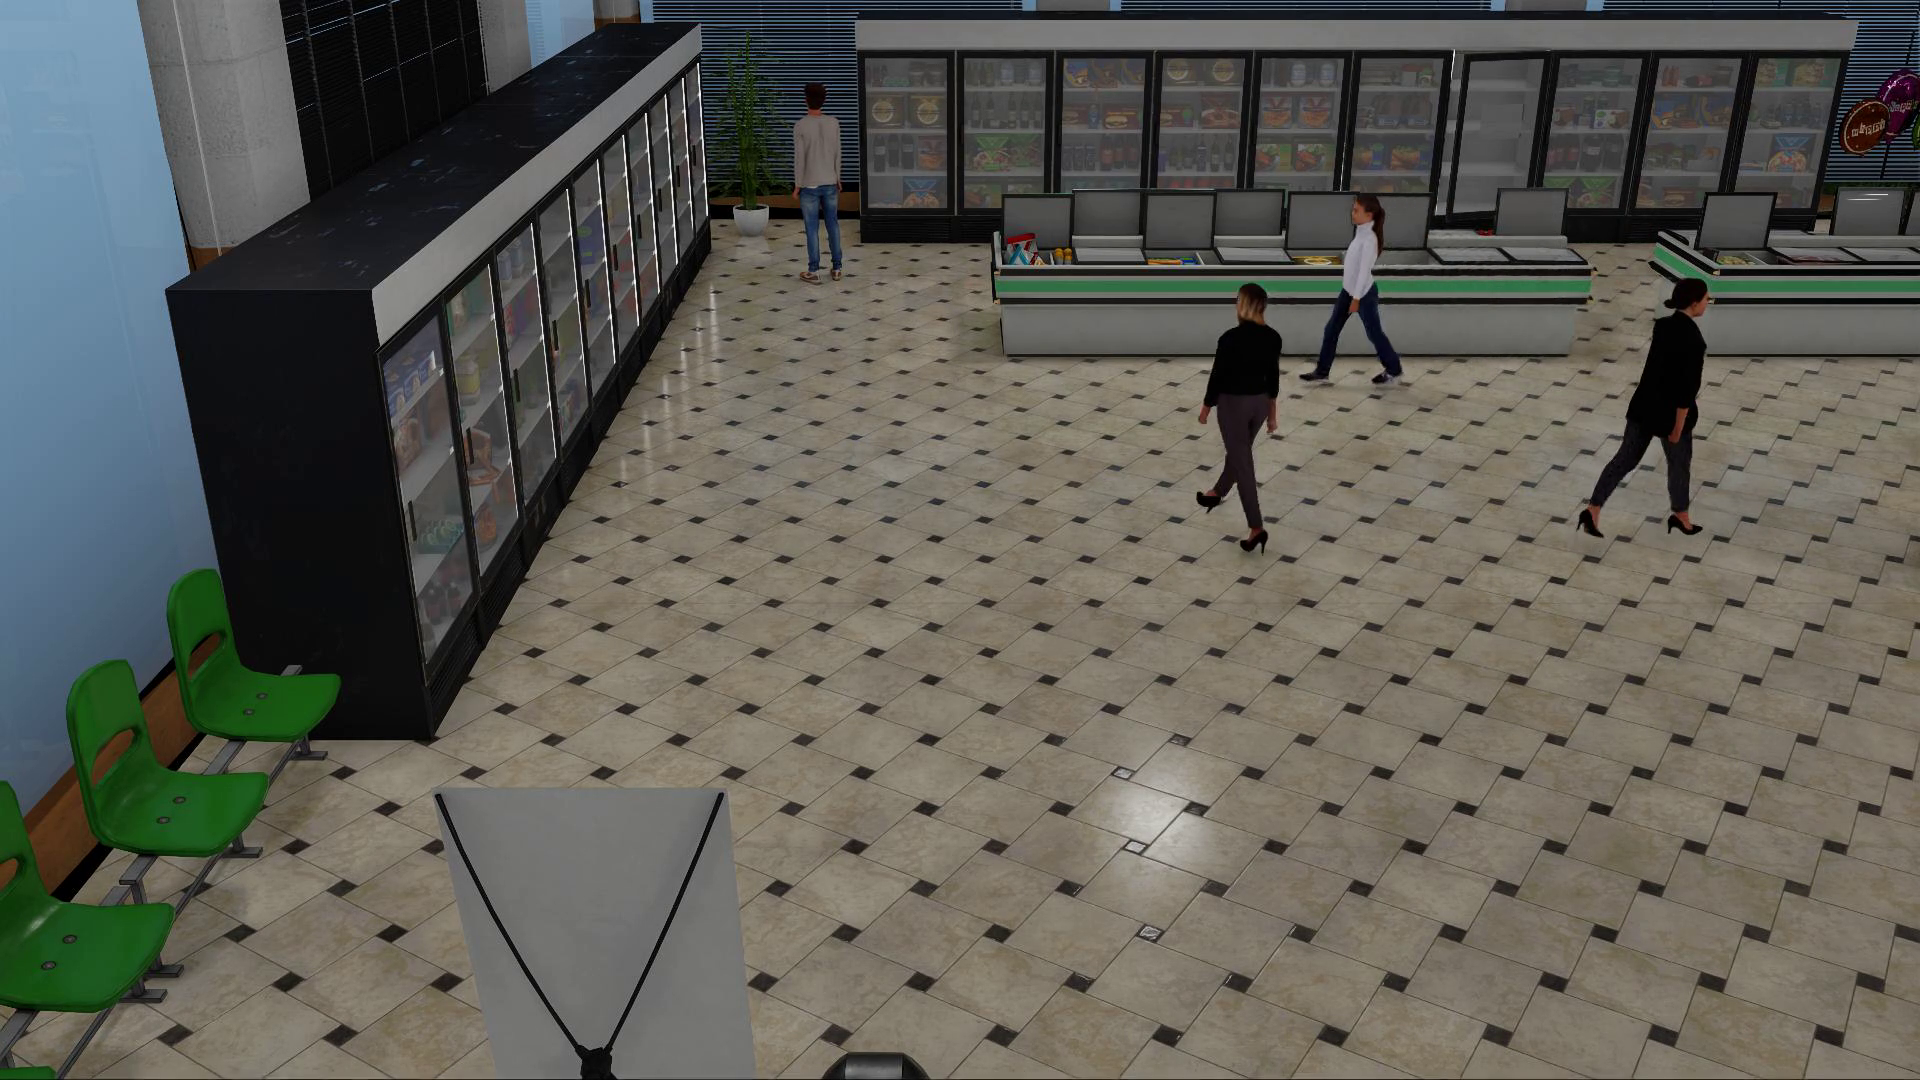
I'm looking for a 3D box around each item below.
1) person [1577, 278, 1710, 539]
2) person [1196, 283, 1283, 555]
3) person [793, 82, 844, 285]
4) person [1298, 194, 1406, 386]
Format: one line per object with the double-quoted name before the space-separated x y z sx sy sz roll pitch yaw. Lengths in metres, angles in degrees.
"person" 4.206 -0.750 10.195 1.177 1.670 0.849 -6 24 -13
"person" 1.777 -0.693 10.112 1.050 1.633 0.990 -14 27 -28
"person" -1.360 -3.440 16.051 0.683 1.905 0.811 -11 26 -23
"person" 3.226 -1.922 13.062 1.074 1.518 0.577 -1 24 -3
